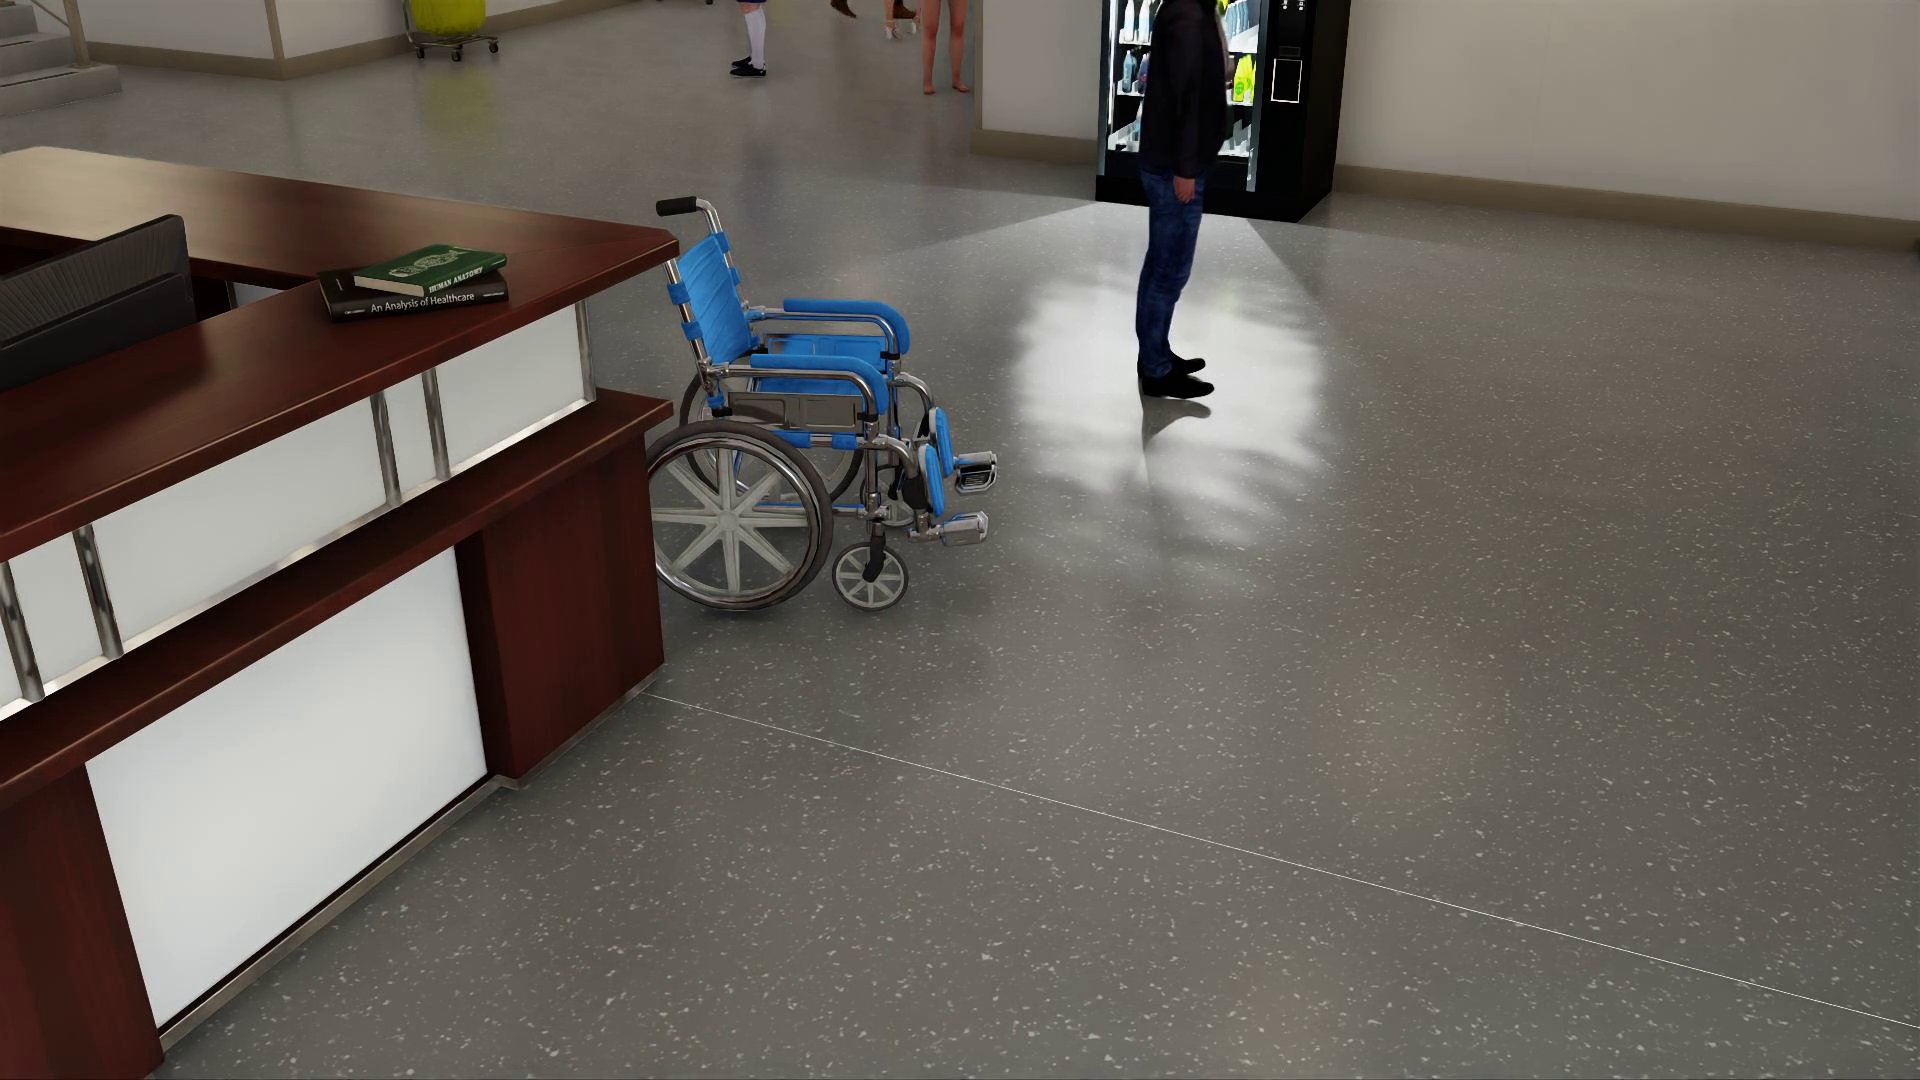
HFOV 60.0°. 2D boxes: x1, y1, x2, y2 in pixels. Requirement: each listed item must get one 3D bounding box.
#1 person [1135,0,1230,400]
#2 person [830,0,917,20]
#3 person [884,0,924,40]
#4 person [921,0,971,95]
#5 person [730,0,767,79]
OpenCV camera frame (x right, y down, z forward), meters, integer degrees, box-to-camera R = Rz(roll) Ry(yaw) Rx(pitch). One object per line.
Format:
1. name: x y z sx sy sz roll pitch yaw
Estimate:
1. person: 0.859 -1.521 6.656 0.716 1.893 0.748 1 26 2
2. person: -0.866 -5.739 15.577 1.179 1.701 1.067 -7 27 -13
3. person: -0.598 -5.332 14.750 0.860 1.728 0.787 -16 30 -30
4. person: -0.115 -4.266 12.564 0.675 1.707 0.734 -9 27 -18
5. person: -1.690 -4.631 13.165 0.744 1.841 0.755 -1 26 -3
